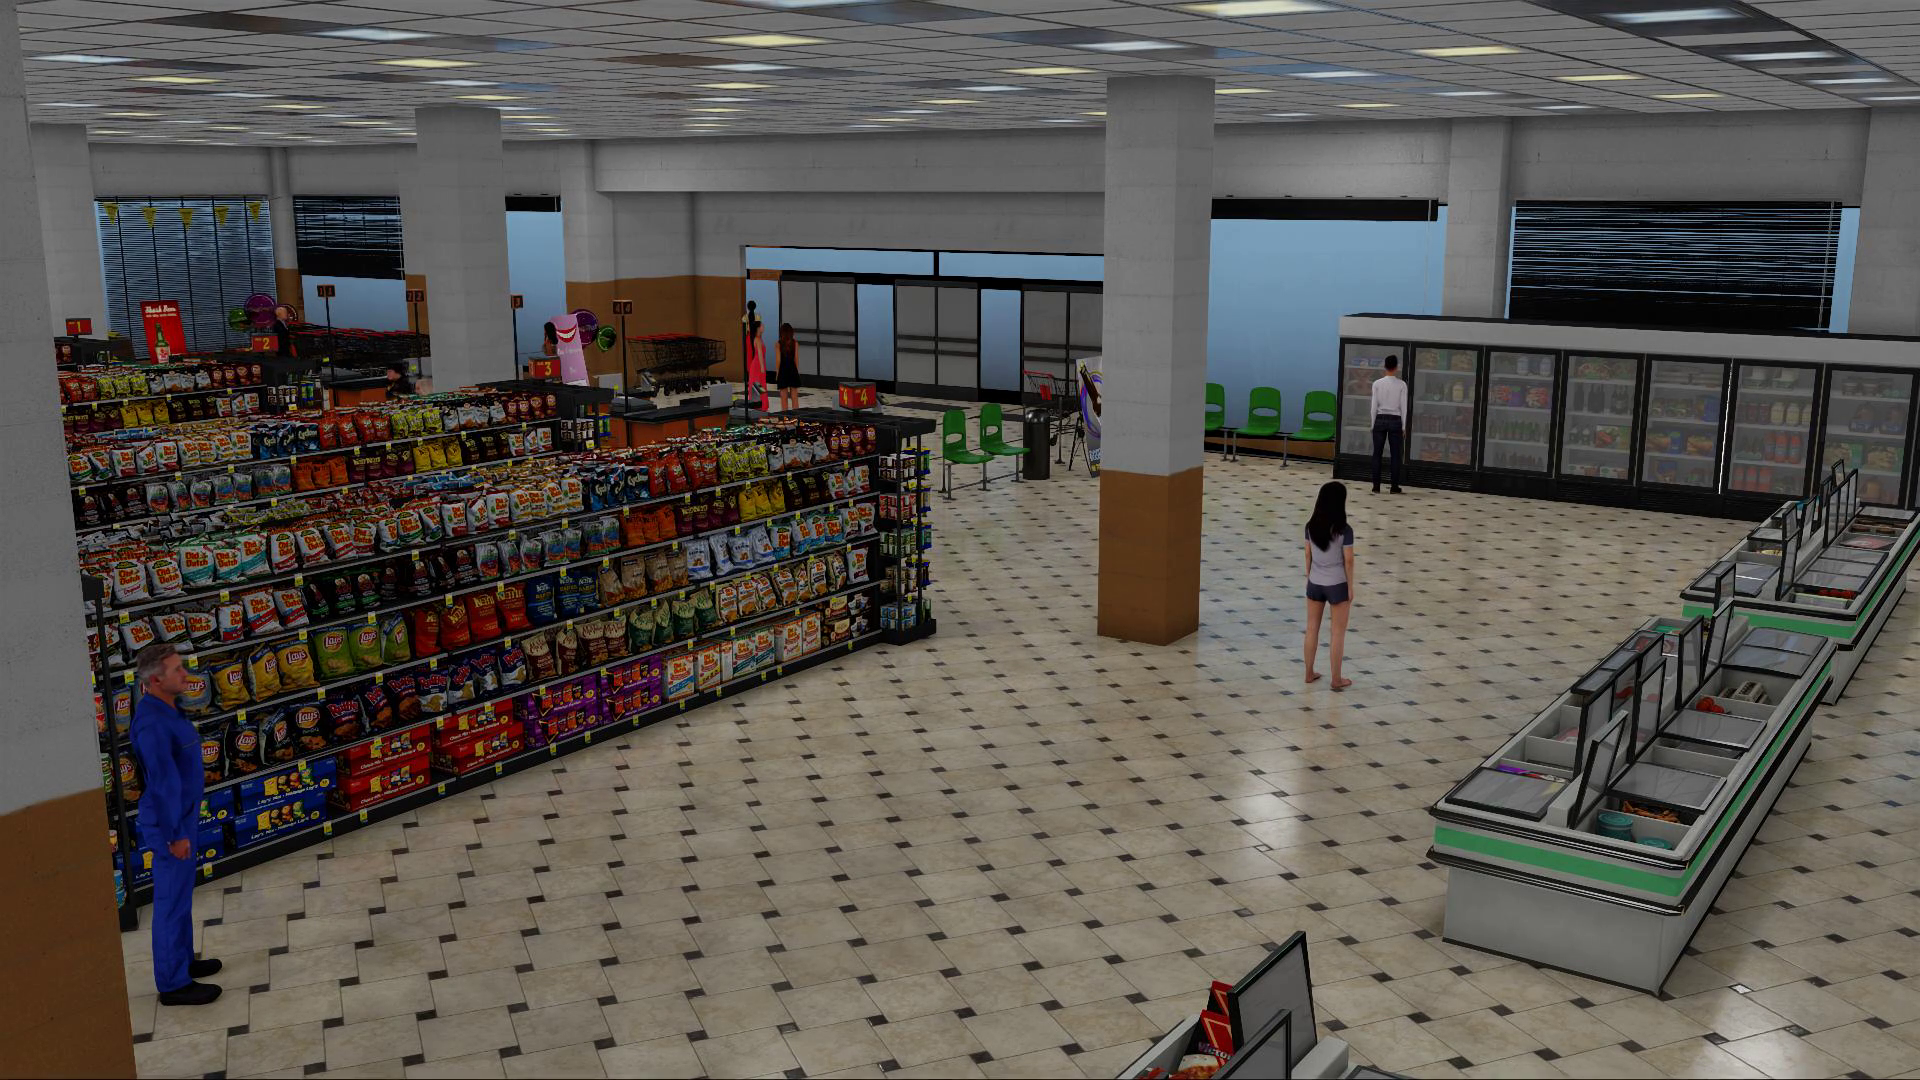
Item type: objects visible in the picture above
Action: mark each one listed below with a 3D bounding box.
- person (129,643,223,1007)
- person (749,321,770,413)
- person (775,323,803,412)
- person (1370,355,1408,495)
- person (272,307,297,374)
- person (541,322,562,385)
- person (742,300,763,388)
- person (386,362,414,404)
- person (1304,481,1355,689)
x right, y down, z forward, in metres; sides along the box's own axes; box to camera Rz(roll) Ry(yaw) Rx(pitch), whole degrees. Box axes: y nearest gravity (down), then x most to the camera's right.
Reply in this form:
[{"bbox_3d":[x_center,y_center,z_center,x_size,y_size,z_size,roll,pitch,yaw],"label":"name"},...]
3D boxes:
[{"bbox_3d":[-3.988,1.411,8.390,0.780,1.830,0.794,-5,13,-21],"label":"person"},{"bbox_3d":[-3.652,-3.104,30.086,0.759,1.727,0.718,-4,12,-16],"label":"person"},{"bbox_3d":[-2.921,-2.762,28.201,0.641,1.834,0.732,-4,13,-20],"label":"person"},{"bbox_3d":[5.766,-1.560,22.411,0.684,1.868,0.666,4,13,18],"label":"person"},{"bbox_3d":[-13.349,-3.657,32.563,0.855,1.787,0.808,-3,12,-13],"label":"person"},{"bbox_3d":[-7.555,-3.215,30.811,0.784,1.644,0.641,2,12,7],"label":"person"},{"bbox_3d":[-4.309,-4.078,34.553,0.633,1.792,0.739,-5,13,-23],"label":"person"},{"bbox_3d":[-7.806,-1.685,23.530,0.771,1.650,0.918,10,16,40],"label":"person"},{"bbox_3d":[3.030,0.357,13.697,0.612,1.707,0.555,10,16,40],"label":"person"}]
